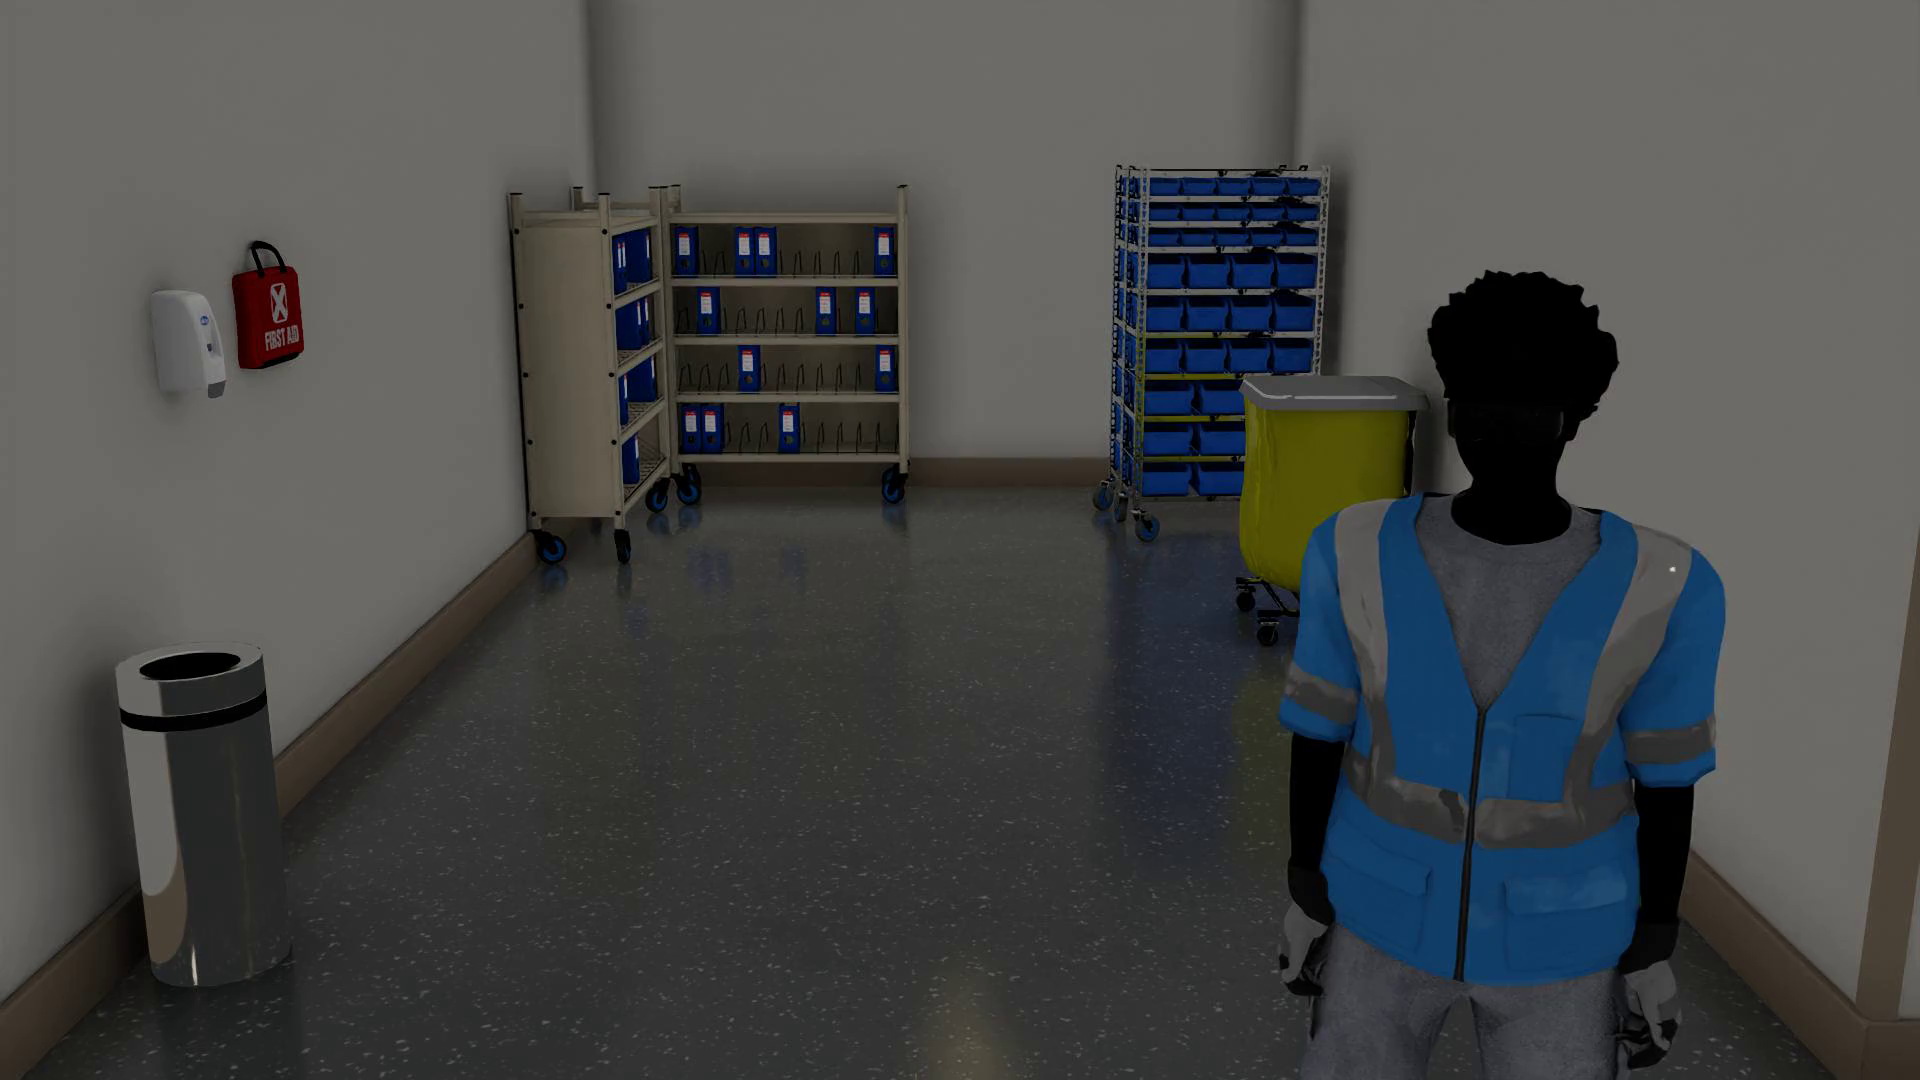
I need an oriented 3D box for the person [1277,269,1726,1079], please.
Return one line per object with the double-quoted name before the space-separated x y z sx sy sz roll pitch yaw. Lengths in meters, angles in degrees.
"person" 0.669 0.504 2.166 0.534 1.697 0.322 5 14 21
